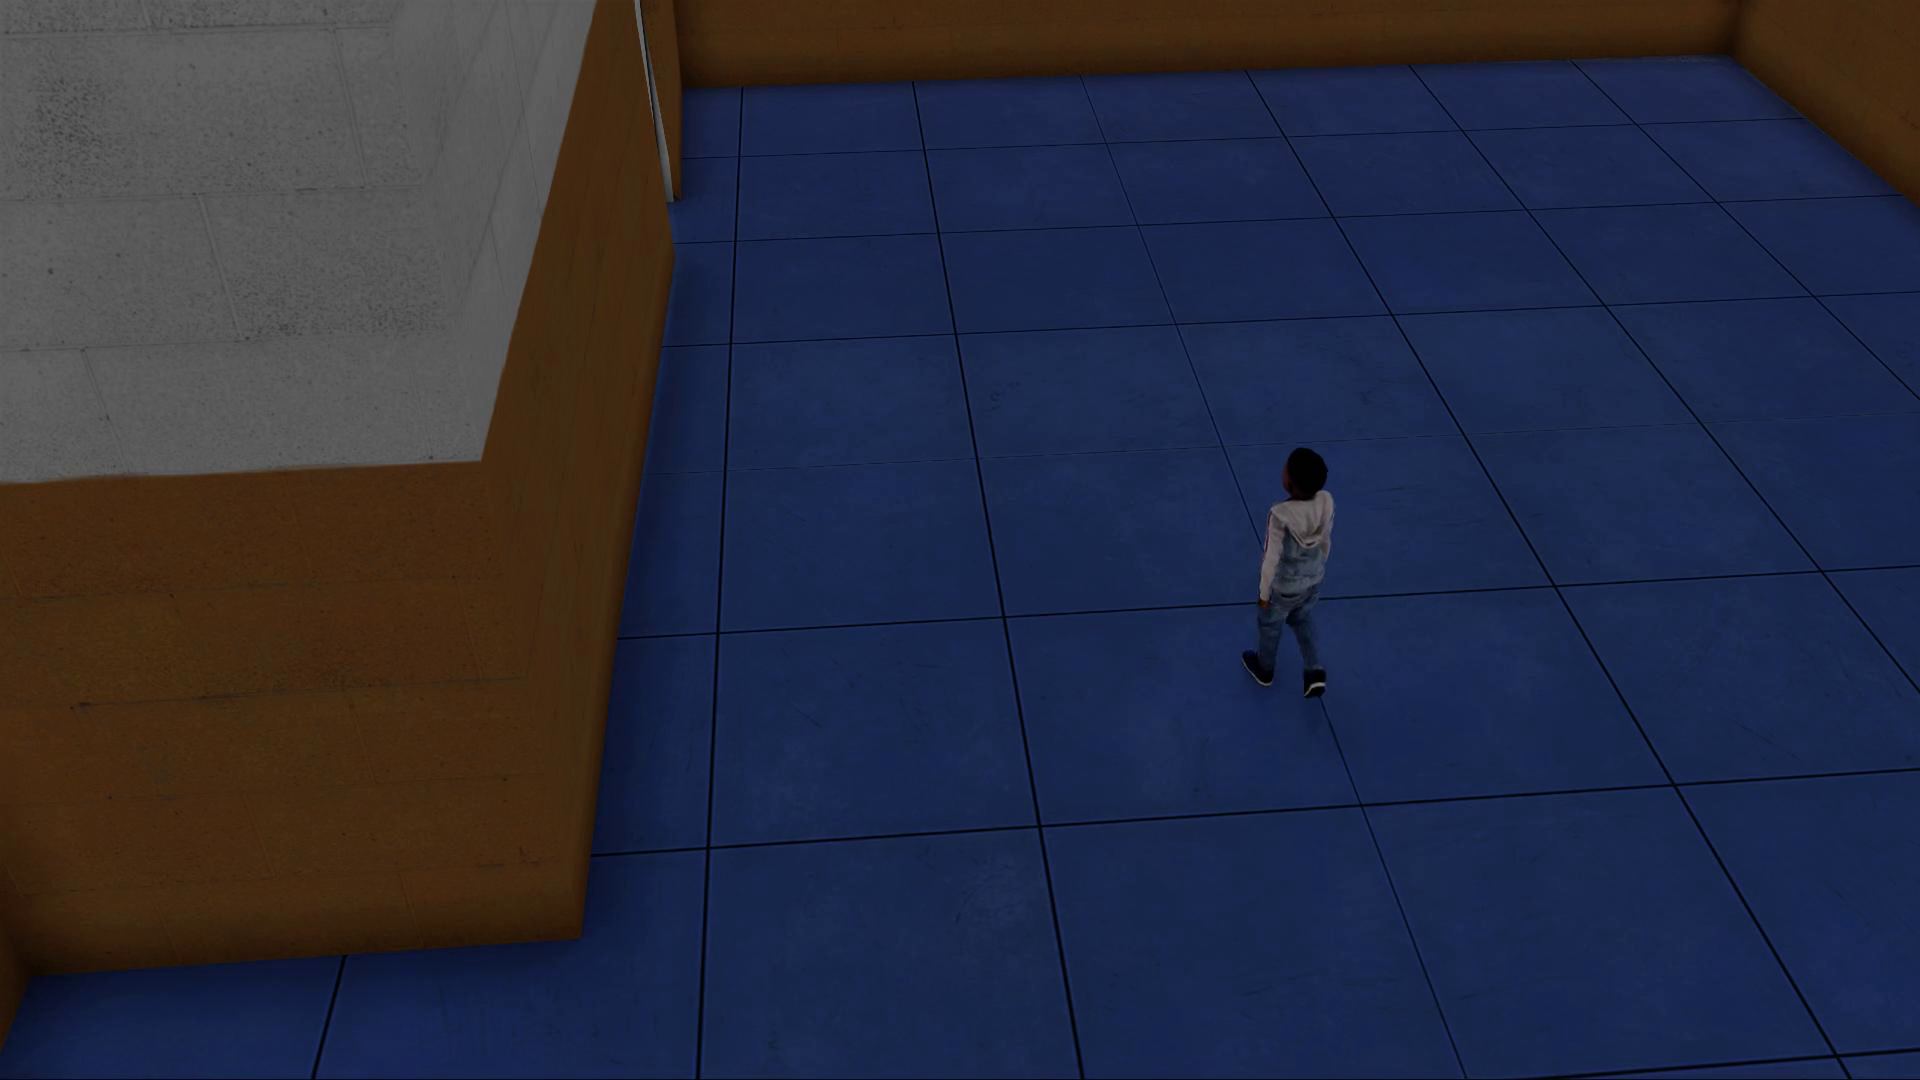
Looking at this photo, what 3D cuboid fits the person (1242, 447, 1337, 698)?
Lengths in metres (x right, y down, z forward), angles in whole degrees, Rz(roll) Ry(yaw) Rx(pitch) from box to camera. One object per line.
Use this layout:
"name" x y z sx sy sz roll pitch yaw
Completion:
"person" 1.428 0.173 7.003 0.712 1.253 0.664 -14 39 -18
